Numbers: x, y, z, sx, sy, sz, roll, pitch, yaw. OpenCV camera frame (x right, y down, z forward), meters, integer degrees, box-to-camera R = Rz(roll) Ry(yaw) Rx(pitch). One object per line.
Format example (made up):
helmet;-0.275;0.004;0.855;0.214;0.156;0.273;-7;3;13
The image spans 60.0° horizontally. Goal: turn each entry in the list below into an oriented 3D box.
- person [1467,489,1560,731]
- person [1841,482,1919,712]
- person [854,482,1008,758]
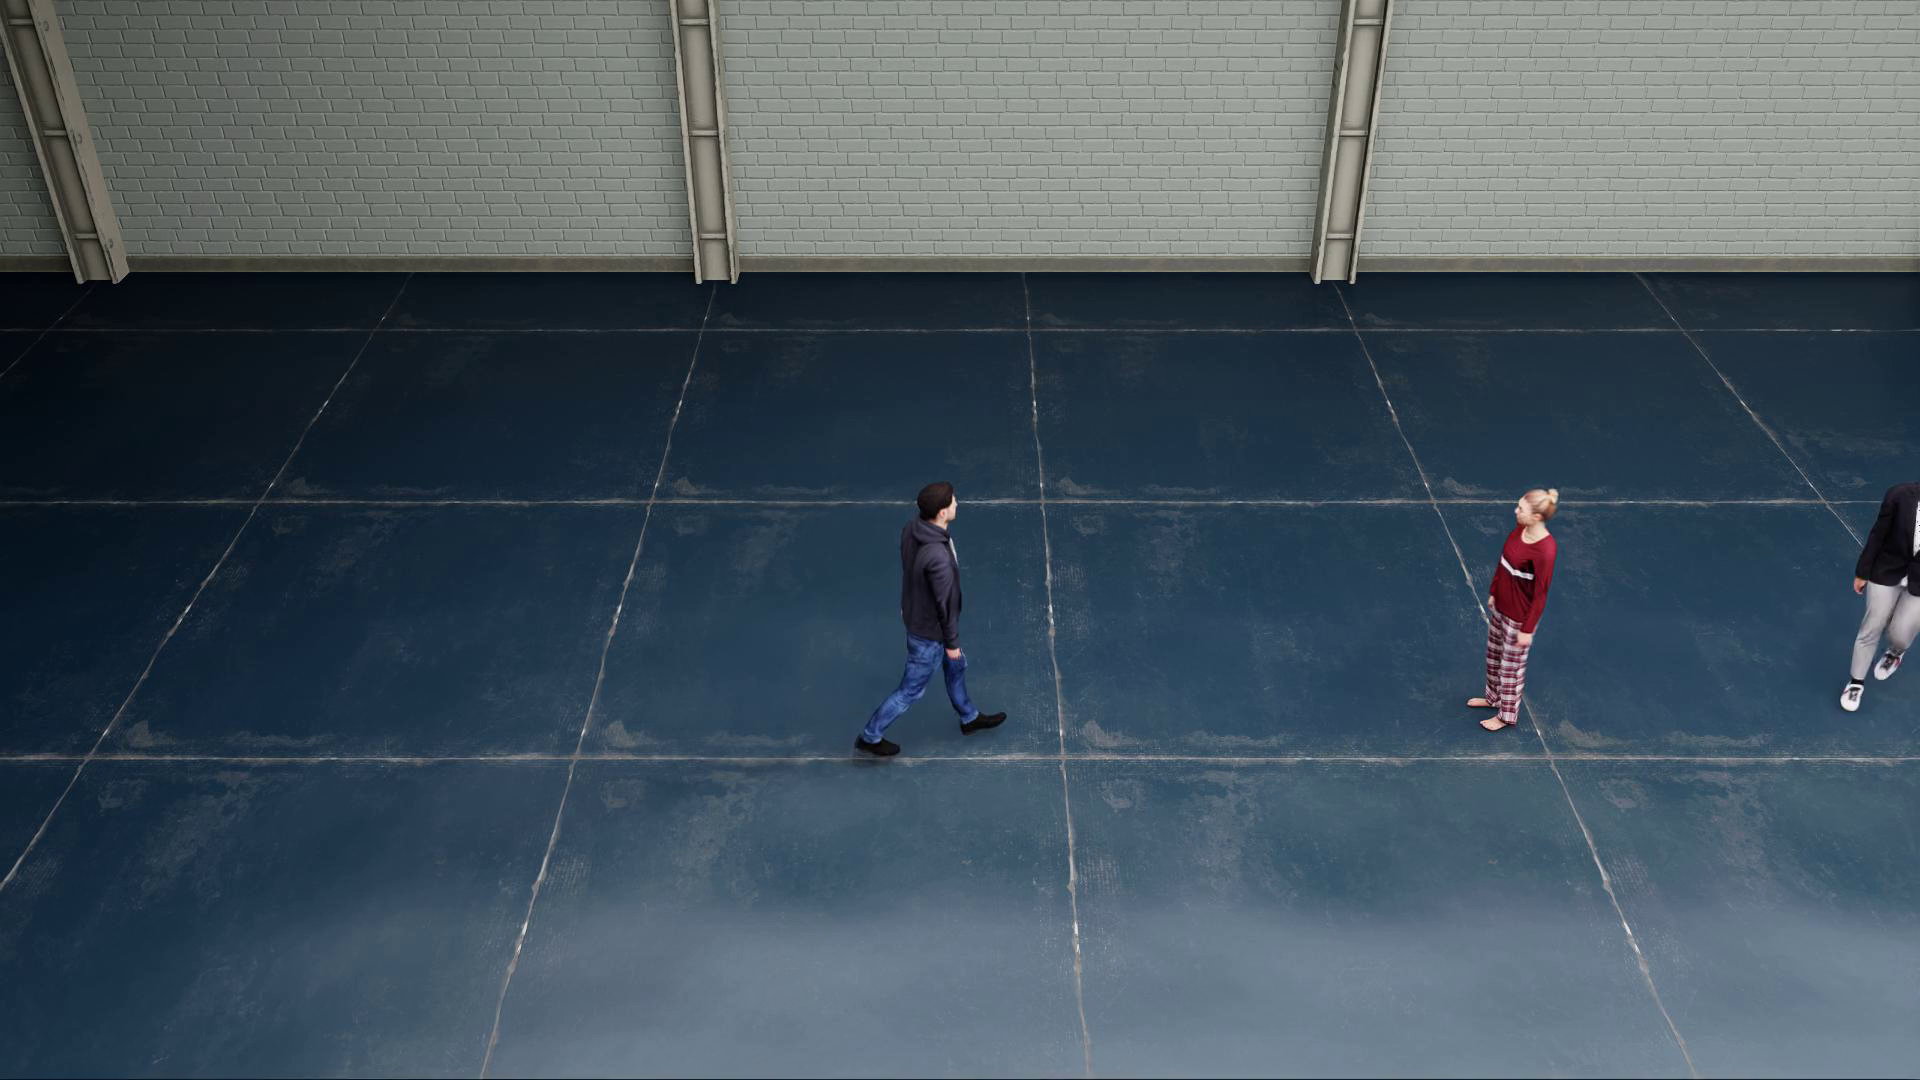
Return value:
person;3.378;0.409;10.099;0.548;1.702;0.653;-5;33;-7
person;5.863;0.163;10.263;0.978;1.935;1.025;23;40;31
person;-0.266;0.530;9.775;1.309;1.852;0.950;-10;34;-15
